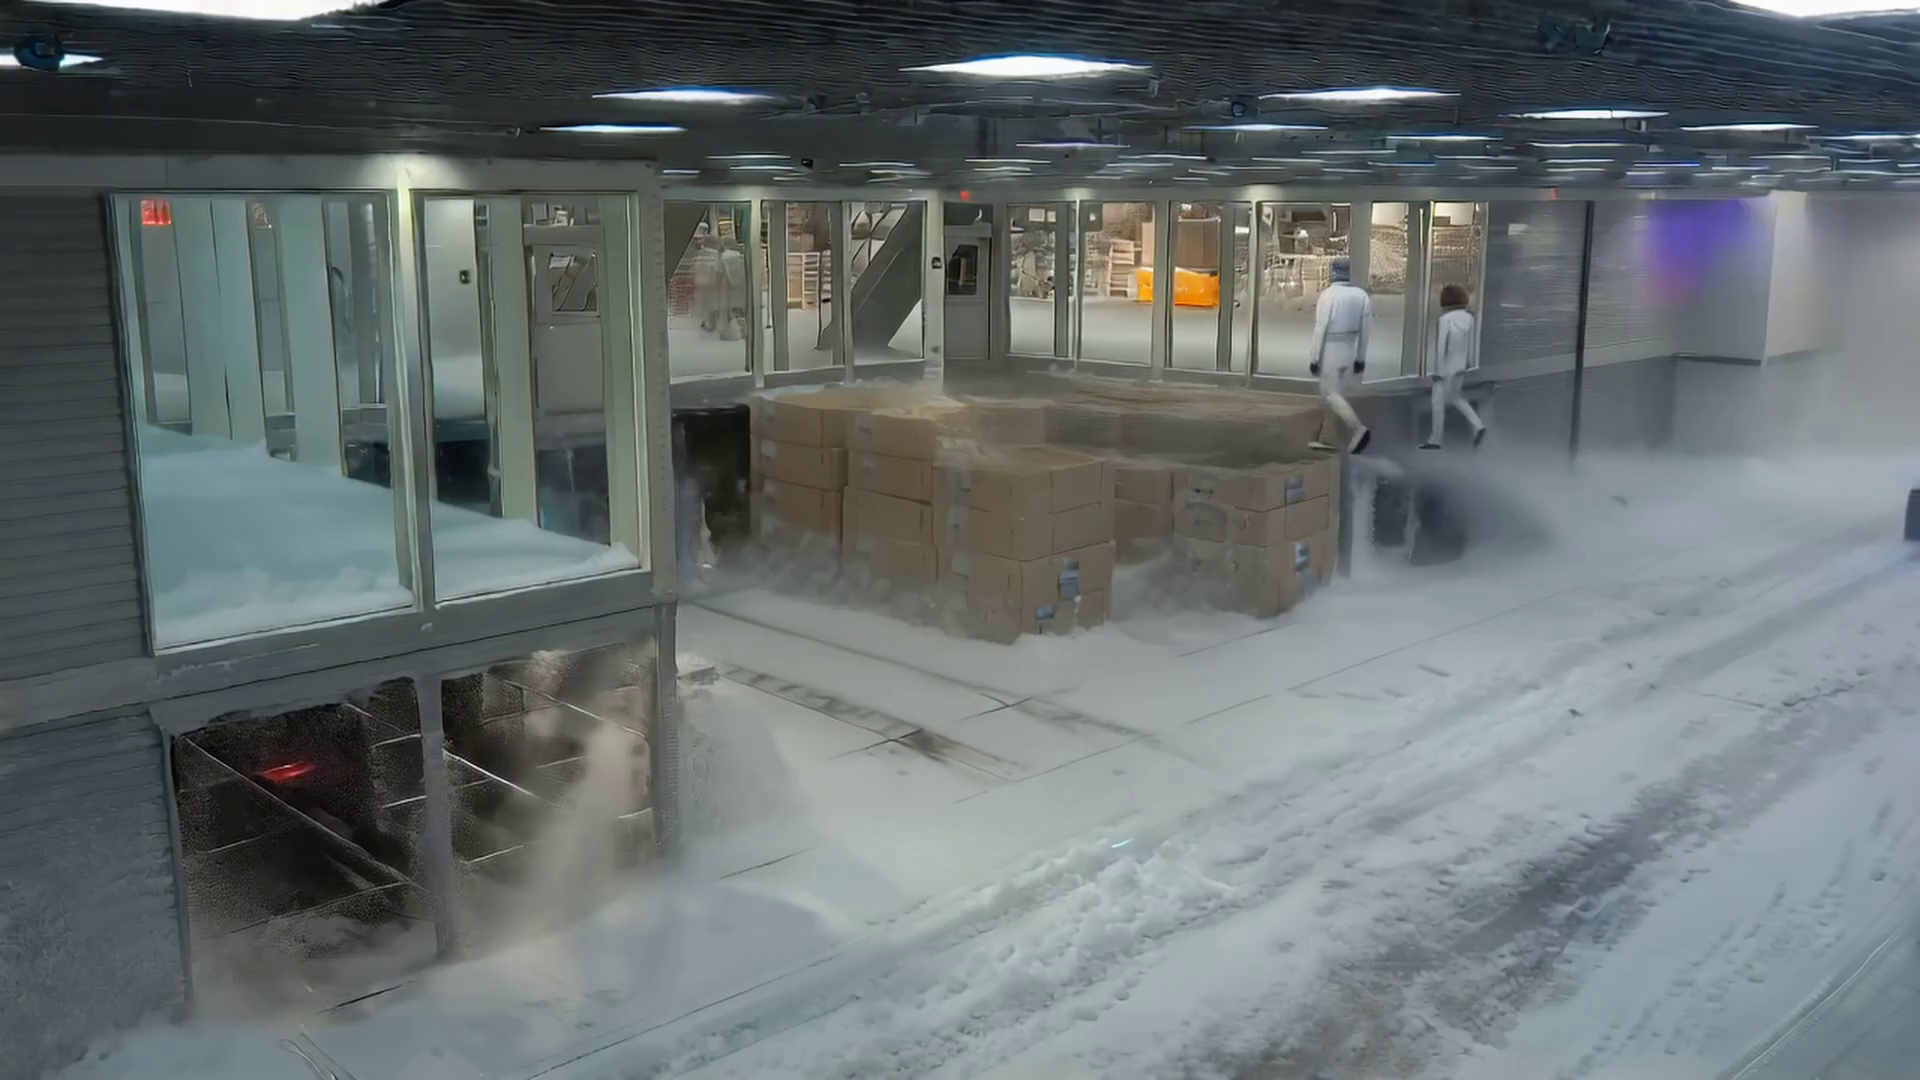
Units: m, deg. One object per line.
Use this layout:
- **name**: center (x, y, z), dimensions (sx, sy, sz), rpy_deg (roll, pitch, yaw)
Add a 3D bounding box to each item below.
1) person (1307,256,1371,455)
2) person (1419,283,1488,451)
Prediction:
- **person**: center (3.634, -1.758, 15.839), dimensions (0.652, 1.878, 0.812), rpy_deg (-8, 14, -35)
- **person**: center (4.717, -1.628, 15.831), dimensions (0.509, 1.618, 0.605), rpy_deg (-8, 14, -36)
